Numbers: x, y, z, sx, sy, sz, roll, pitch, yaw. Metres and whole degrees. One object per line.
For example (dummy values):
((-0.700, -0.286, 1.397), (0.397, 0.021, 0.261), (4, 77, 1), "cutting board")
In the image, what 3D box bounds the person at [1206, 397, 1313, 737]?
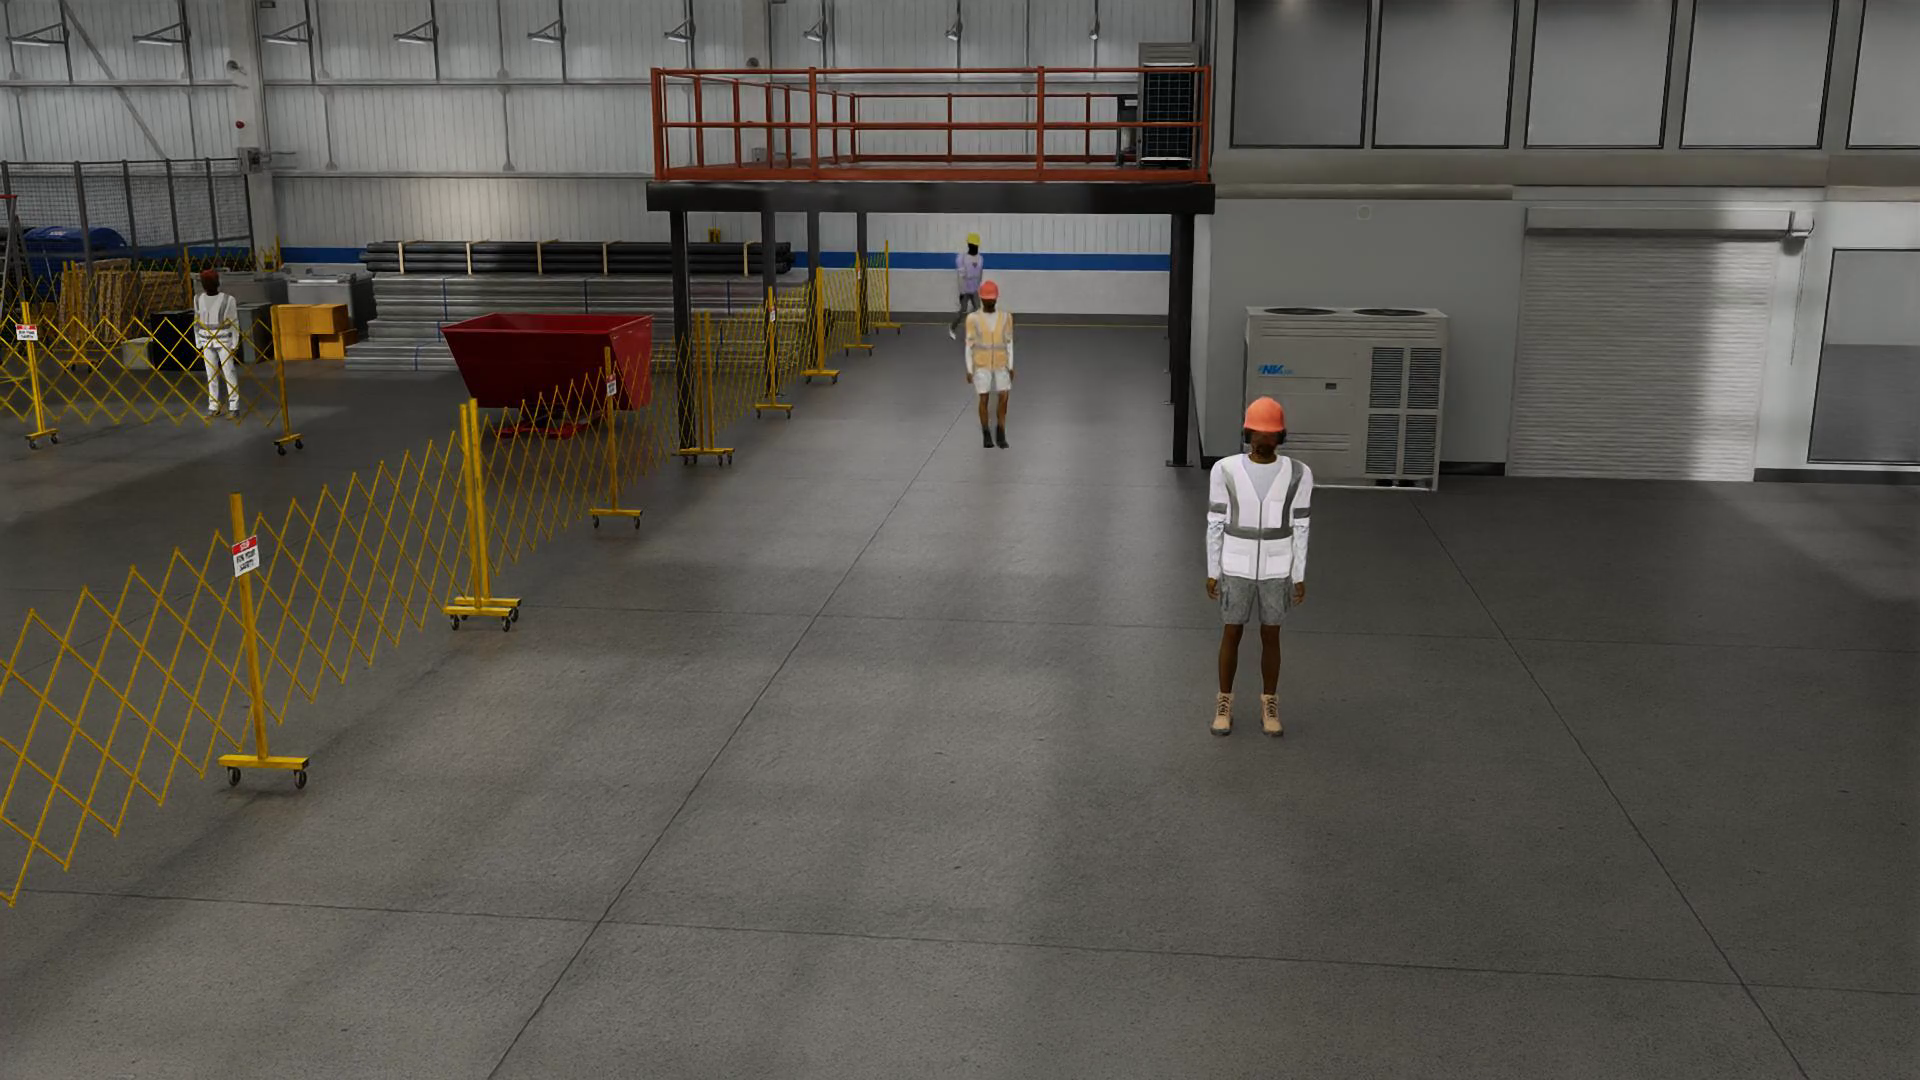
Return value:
((1.759, 0.167, 9.847), (0.608, 2.048, 0.364), (1, 14, 6), "person")

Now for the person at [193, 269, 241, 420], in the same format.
((-9.332, -2.448, 20.878), (0.576, 1.882, 0.355), (1, 14, 6), "person")

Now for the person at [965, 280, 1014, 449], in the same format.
((0.351, -1.968, 18.837), (0.587, 1.916, 0.629), (-2, 14, -10), "person")

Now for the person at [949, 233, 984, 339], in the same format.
((0.133, -4.296, 28.406), (0.577, 1.899, 0.761), (-8, 16, -30), "person")
